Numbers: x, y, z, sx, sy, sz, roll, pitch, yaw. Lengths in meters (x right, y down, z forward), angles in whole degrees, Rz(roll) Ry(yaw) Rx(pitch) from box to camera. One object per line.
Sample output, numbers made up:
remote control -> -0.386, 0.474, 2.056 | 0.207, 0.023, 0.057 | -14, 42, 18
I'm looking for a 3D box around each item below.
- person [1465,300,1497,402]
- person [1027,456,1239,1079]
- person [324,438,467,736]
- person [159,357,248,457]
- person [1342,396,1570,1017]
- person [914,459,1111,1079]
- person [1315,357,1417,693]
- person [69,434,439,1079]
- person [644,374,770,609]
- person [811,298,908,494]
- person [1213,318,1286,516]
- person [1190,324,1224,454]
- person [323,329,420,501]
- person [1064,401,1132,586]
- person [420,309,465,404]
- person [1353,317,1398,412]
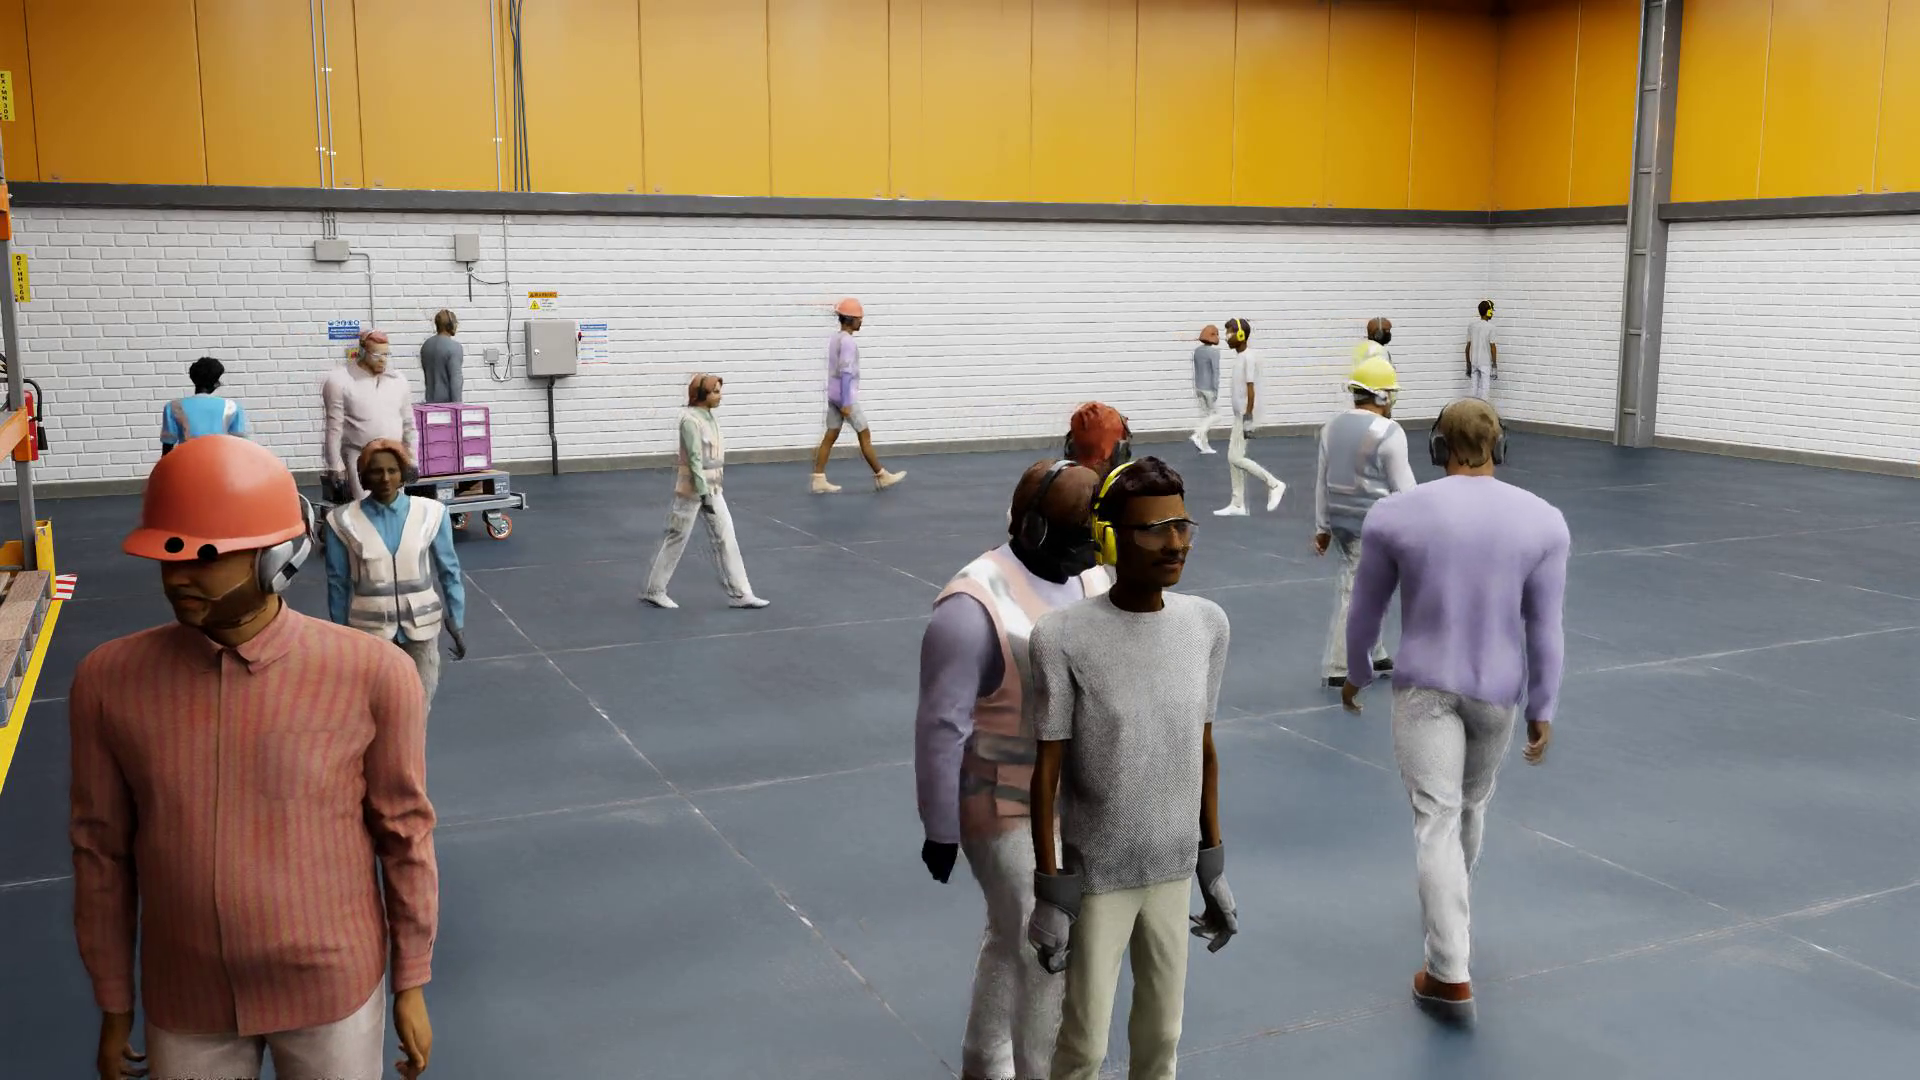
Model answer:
person -> 7.390, -2.456, 23.553 | 0.309, 1.868, 0.535 | -6, 11, -33
person -> 0.388, 0.747, 3.666 | 0.515, 1.876, 0.328 | -5, 10, -27
person -> -2.328, 0.364, 6.872 | 0.524, 1.605, 0.814 | -4, 10, -25
person -> -5.277, -0.437, 11.622 | 0.581, 1.667, 0.484 | -6, 11, -31
person -> 1.576, 0.487, 5.321 | 0.647, 1.880, 1.066 | 1, 9, 8
person -> 0.192, 0.689, 4.253 | 0.527, 1.810, 0.643 | 6, 11, 32
person -> 2.286, -0.077, 8.998 | 0.763, 1.804, 0.600 | -4, 10, -22
person -> -1.248, 0.799, 2.976 | 0.612, 1.991, 0.392 | -1, 9, -9
person -> -1.751, -0.313, 11.113 | 0.851, 1.596, 0.517 | 3, 10, 19
person -> -1.075, -1.462, 17.003 | 1.030, 1.989, 0.637 | -3, 10, -19
person -> 2.677, -1.128, 15.385 | 0.562, 1.842, 0.545 | -1, 9, -4
person -> 3.040, -1.856, 20.603 | 0.410, 1.623, 0.504 | -5, 10, -28
person -> -4.135, -0.553, 11.762 | 0.473, 1.864, 0.693 | 8, 12, 40
person -> 0.420, 0.455, 5.617 | 0.612, 1.841, 0.961 | 6, 11, 32
person -> -5.247, -1.416, 17.063 | 0.647, 1.885, 1.009 | 6, 11, 34
person -> 4.096, -1.322, 16.652 | 0.699, 1.826, 0.637 | 0, 9, -1
